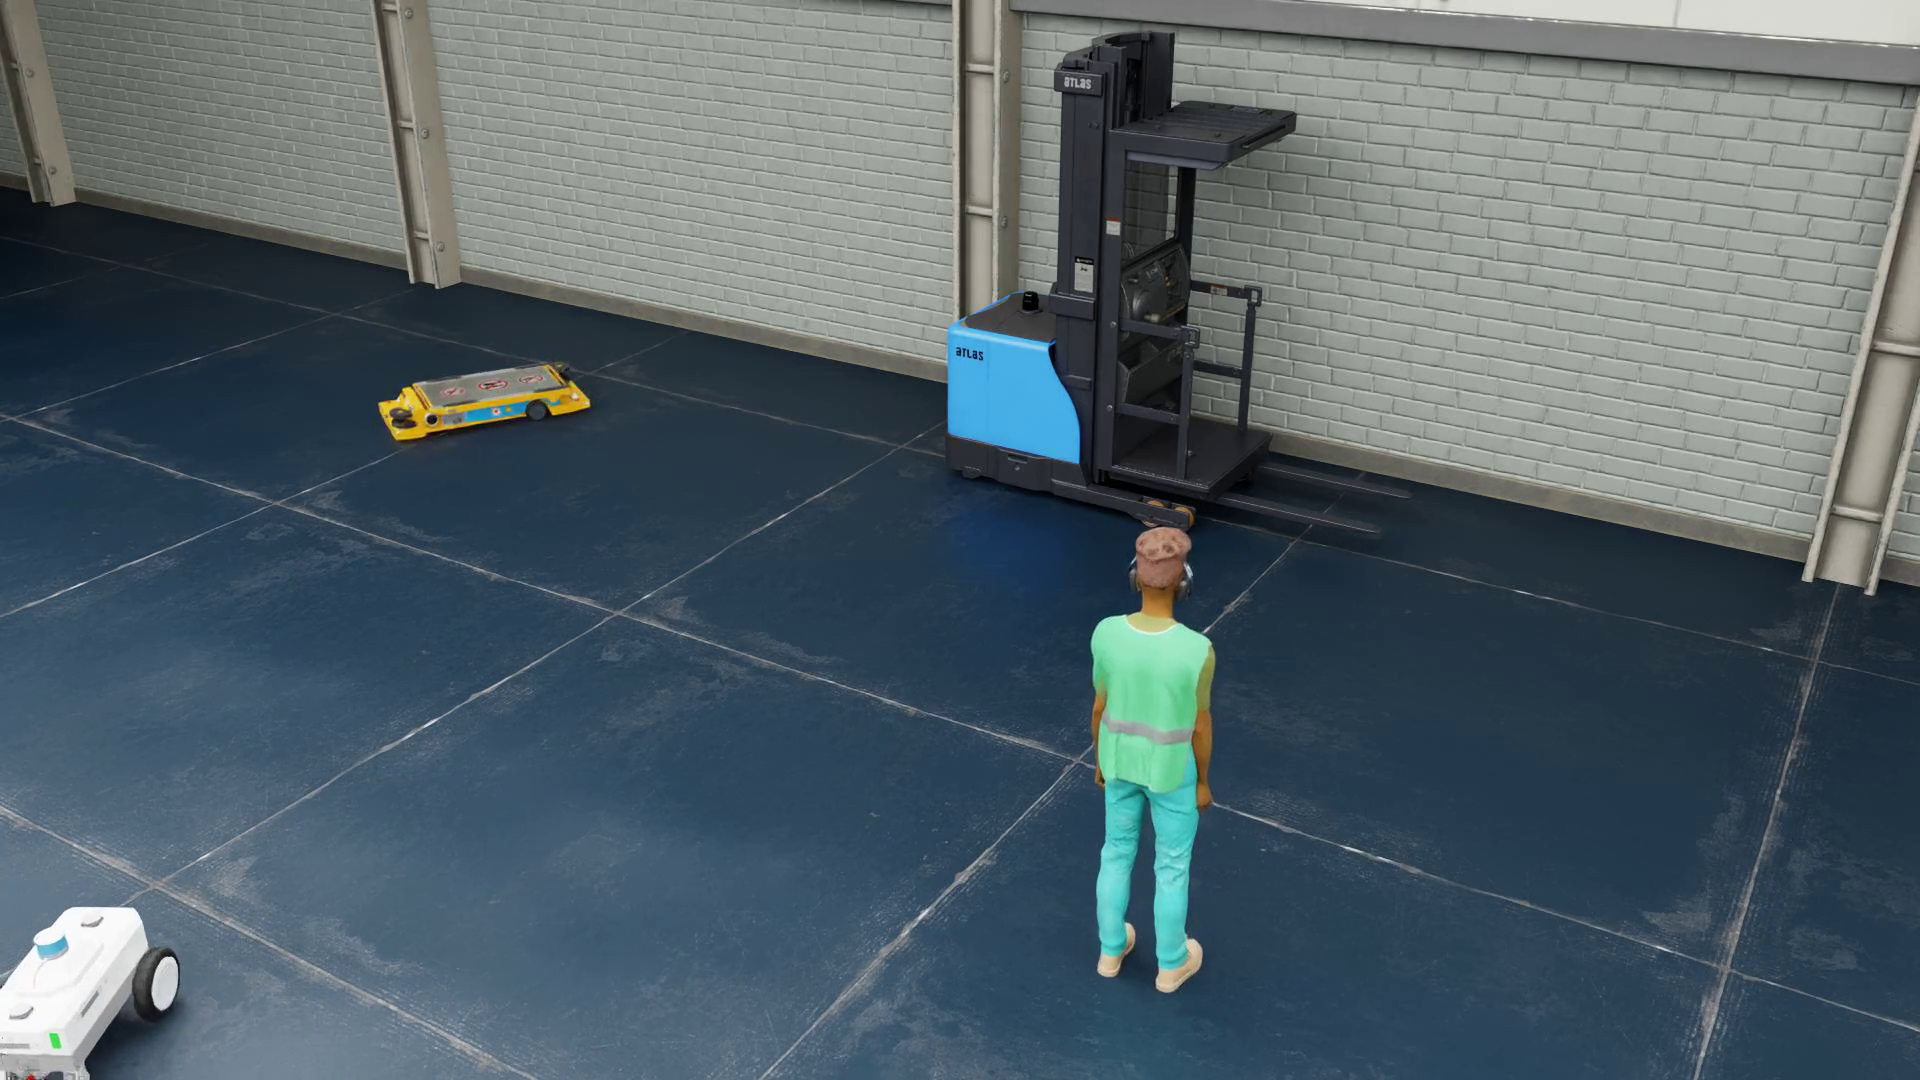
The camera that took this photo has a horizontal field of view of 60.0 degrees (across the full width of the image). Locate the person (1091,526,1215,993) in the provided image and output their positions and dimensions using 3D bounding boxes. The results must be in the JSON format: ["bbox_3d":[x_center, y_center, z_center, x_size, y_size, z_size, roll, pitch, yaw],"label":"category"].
[{"bbox_3d":[0.730,0.875,6.413,0.482,1.978,0.407,12,28,24],"label":"person"}]

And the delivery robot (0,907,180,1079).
[{"bbox_3d":[-3.362,1.723,6.294,0.499,0.608,0.793,1,25,1],"label":"delivery robot"}]

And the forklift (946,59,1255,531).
[{"bbox_3d":[0.933,-1.707,10.833,1.873,2.768,1.129,15,29,28],"label":"forklift"}]

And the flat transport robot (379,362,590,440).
[{"bbox_3d":[-3.568,-1.046,12.471,1.431,0.231,0.659,-12,28,-24],"label":"flat transport robot"}]
